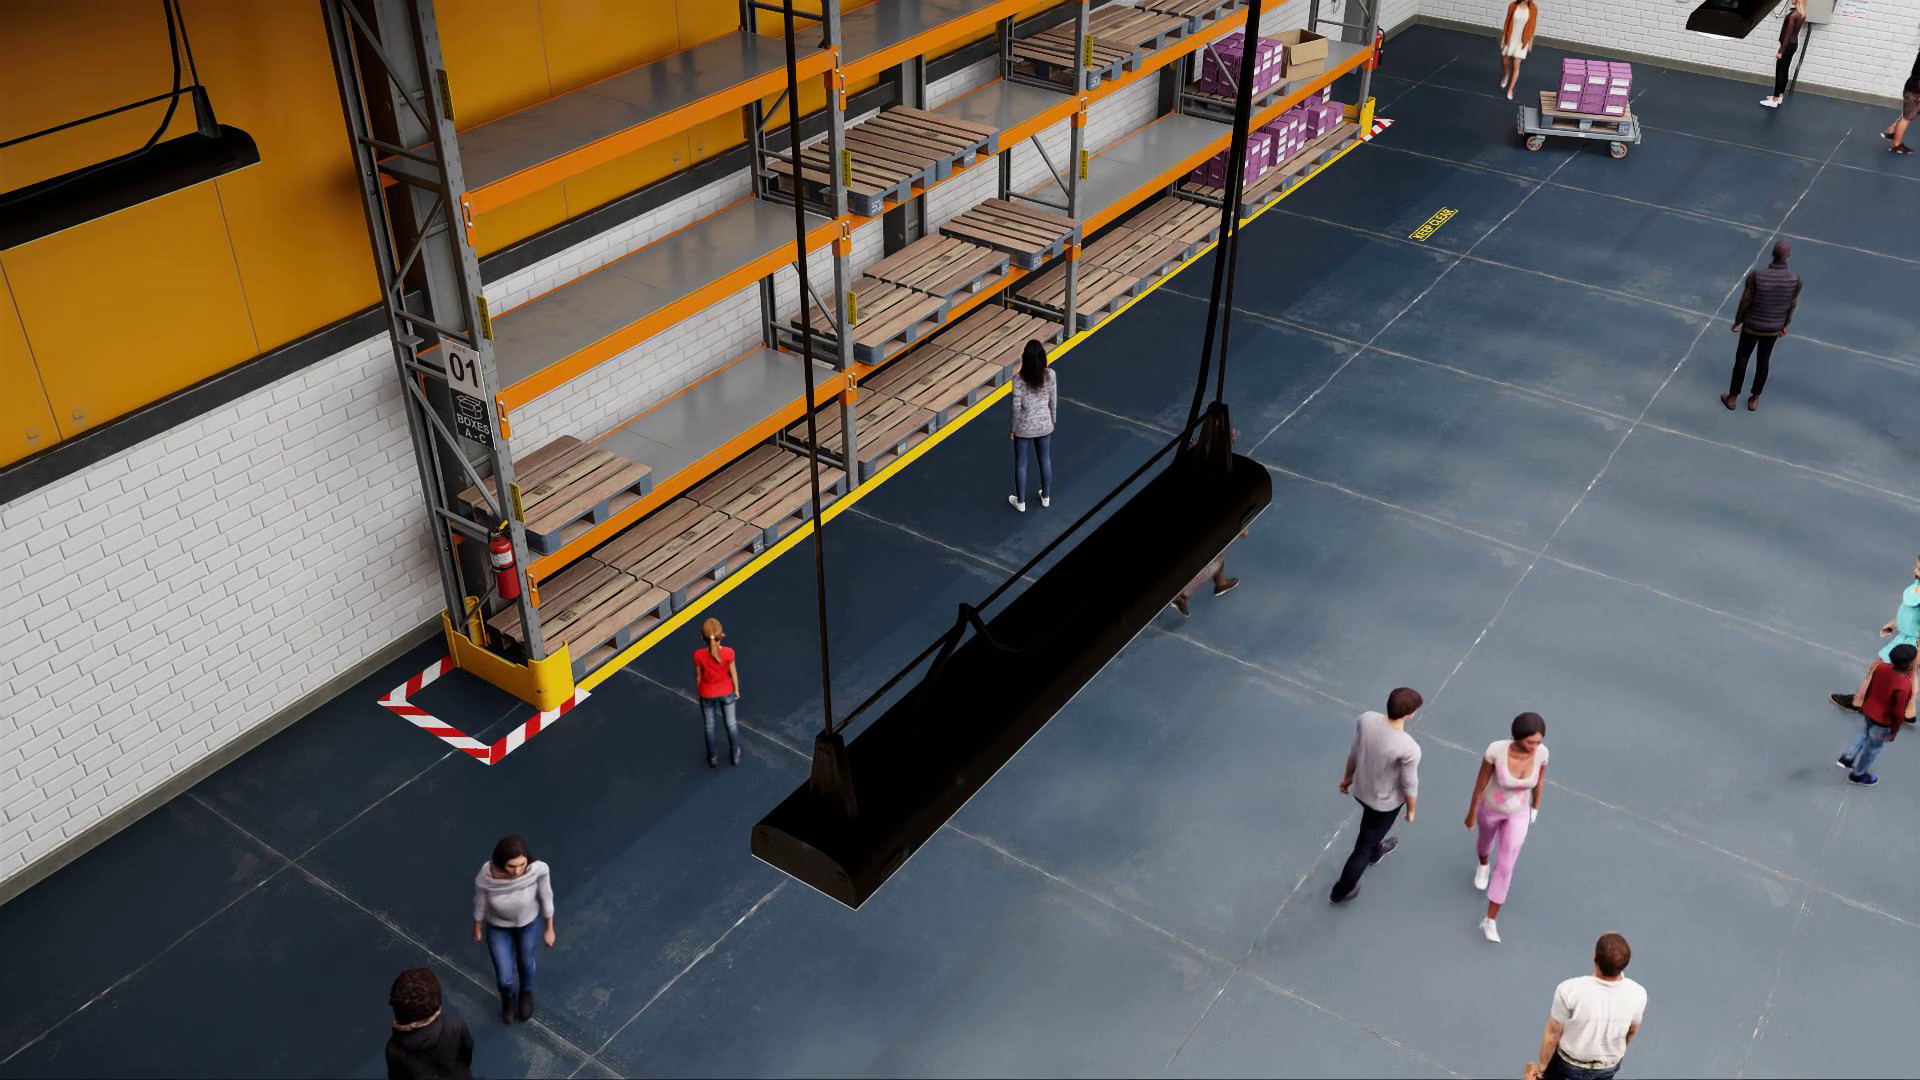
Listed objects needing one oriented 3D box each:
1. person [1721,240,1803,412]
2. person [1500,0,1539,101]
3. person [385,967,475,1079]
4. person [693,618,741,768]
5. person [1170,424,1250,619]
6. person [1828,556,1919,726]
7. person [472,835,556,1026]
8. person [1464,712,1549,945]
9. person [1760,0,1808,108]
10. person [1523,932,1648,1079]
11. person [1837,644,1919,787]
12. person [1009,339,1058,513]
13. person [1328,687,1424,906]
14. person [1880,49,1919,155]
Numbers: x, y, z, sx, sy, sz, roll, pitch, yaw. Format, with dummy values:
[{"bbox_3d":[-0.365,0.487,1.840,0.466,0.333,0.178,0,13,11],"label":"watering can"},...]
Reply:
[{"bbox_3d":[8.190,-2.187,16.994,0.771,1.838,0.730,6,34,9],"label":"person"},{"bbox_3d":[8.455,-7.595,25.250,0.727,1.705,0.865,13,36,18],"label":"person"},{"bbox_3d":[-2.814,3.109,9.105,1.001,1.750,0.959,-15,37,-22],"label":"person"},{"bbox_3d":[-1.824,1.148,12.455,0.549,1.307,0.611,-6,34,-10],"label":"person"},{"bbox_3d":[2.108,-0.136,13.971,1.225,1.768,0.932,-21,39,-28],"label":"person"},{"bbox_3d":[7.411,0.784,12.802,0.647,1.530,0.805,18,38,25],"label":"person"},{"bbox_3d":[-2.777,2.357,10.373,0.756,1.599,0.845,-7,34,-10],"label":"person"},{"bbox_3d":[3.634,1.770,11.167,0.944,1.698,1.180,6,34,8],"label":"person"},{"bbox_3d":[12.391,-7.360,24.897,0.692,1.704,0.475,27,42,35],"label":"person"},{"bbox_3d":[3.476,2.993,9.230,1.062,1.806,1.329,4,34,6],"label":"person"},{"bbox_3d":[6.745,1.293,12.293,0.677,1.245,0.613,-3,34,-5],"label":"person"},{"bbox_3d":[0.671,-1.065,15.401,0.654,1.733,0.747,-11,35,-16],"label":"person"},{"bbox_3d":[2.715,1.746,11.100,1.109,1.813,0.910,-22,39,-29],"label":"person"},{"bbox_3d":[13.272,-6.330,23.217,0.785,1.849,0.684,16,37,23],"label":"person"}]
